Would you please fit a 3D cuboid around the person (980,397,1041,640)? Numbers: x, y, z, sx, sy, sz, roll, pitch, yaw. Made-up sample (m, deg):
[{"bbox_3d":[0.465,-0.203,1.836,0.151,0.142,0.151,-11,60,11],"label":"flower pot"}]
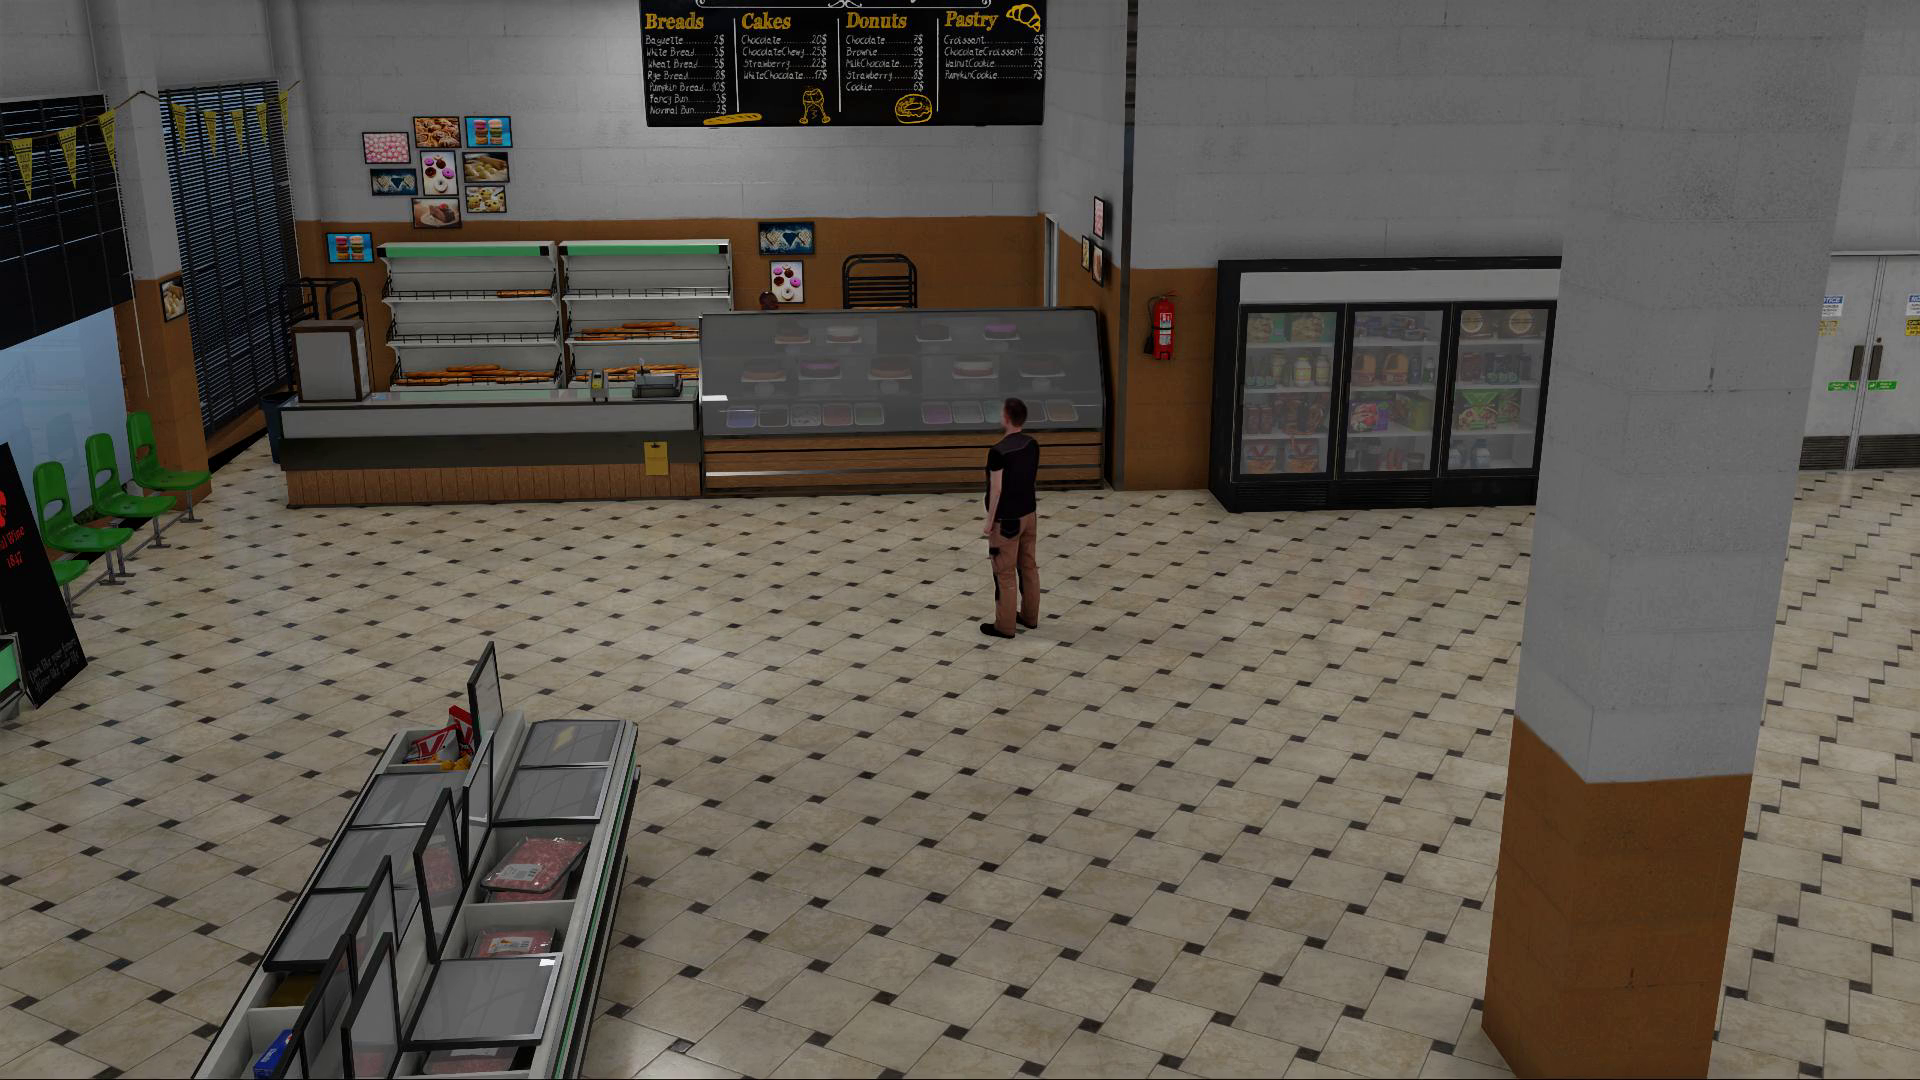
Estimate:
[{"bbox_3d":[0.404,-0.182,12.533,0.821,1.840,0.768,15,22,40],"label":"person"}]
